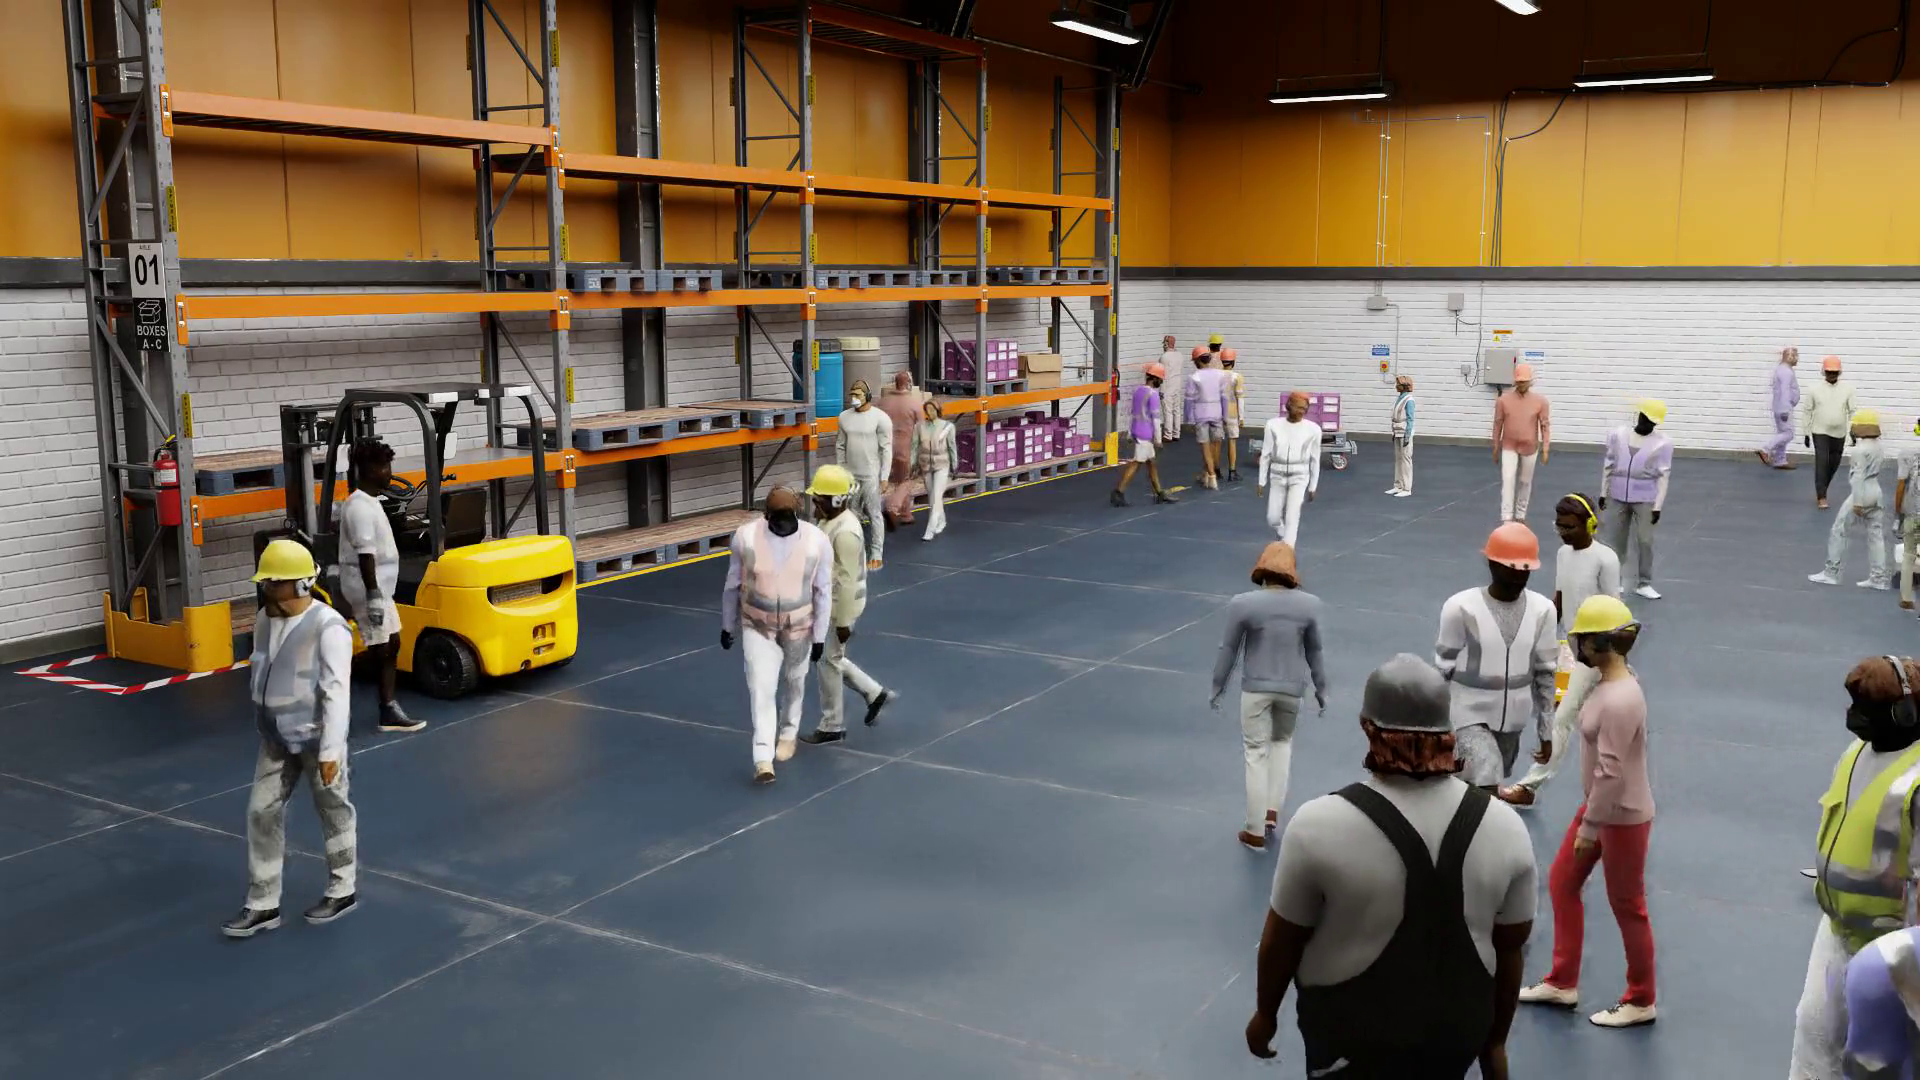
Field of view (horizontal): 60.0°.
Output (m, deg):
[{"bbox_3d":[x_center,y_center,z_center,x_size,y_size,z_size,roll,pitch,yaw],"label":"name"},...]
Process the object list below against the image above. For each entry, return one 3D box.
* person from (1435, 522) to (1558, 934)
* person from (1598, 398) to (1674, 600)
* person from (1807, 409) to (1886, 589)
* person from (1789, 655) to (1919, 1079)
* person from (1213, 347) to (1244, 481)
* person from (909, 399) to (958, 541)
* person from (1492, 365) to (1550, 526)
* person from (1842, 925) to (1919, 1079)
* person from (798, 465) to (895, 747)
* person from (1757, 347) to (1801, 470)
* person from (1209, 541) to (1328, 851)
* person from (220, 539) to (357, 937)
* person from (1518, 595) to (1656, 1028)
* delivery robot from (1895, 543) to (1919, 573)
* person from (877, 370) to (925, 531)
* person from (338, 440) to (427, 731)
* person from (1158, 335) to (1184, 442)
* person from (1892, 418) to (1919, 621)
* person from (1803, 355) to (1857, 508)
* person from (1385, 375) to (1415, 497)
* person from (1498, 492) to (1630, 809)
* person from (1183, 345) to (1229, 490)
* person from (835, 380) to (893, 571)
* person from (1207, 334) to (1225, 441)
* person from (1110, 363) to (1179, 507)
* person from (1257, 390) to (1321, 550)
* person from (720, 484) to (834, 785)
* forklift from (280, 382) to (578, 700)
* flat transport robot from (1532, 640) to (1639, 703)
[{"bbox_3d":[2.516,0.822,7.879,0.550,1.876,1.047,-1,9,-6],"label":"person"},{"bbox_3d":[6.214,-0.391,15.445,0.382,1.879,0.718,-9,13,-43],"label":"person"},{"bbox_3d":[8.607,-0.401,16.012,0.498,1.714,0.775,-6,11,-34],"label":"person"},{"bbox_3d":[3.094,1.260,5.399,0.945,1.804,0.631,0,9,-2],"label":"person"},{"bbox_3d":[3.879,-1.818,24.135,0.545,1.942,0.354,7,11,35],"label":"person"},{"bbox_3d":[-0.296,-0.821,19.005,0.533,1.593,0.869,4,10,22],"label":"person"},{"bbox_3d":[6.516,-1.055,19.339,0.634,1.938,1.012,3,10,18],"label":"person"},{"bbox_3d":[2.232,1.468,3.737,0.555,1.911,0.824,0,9,-1],"label":"person"},{"bbox_3d":[-0.743,0.412,10.608,0.568,1.811,0.606,-2,9,-13],"label":"person"},{"bbox_3d":[12.606,-2.012,25.481,0.485,1.892,0.669,4,10,22],"label":"person"},{"bbox_3d":[1.632,0.811,8.758,0.614,1.601,0.479,-1,9,-5],"label":"person"},{"bbox_3d":[-3.065,0.909,7.506,0.620,1.809,0.732,5,10,28],"label":"person"},{"bbox_3d":[2.515,1.090,6.643,0.651,1.728,0.530,2,9,10],"label":"person"},{"bbox_3d":[9.234,0.179,15.692,0.477,0.478,0.707,-6,11,-32],"label":"delivery robot"},{"bbox_3d":[-0.694,-1.055,19.582,0.652,1.881,0.852,6,11,31],"label":"person"},{"bbox_3d":[-3.891,0.319,10.790,0.658,1.940,0.628,-2,9,-10],"label":"person"},{"bbox_3d":[3.724,-2.695,29.719,0.399,1.908,0.643,8,12,39],"label":"person"},{"bbox_3d":[8.436,-0.211,14.515,0.529,1.823,0.972,4,10,23],"label":"person"},{"bbox_3d":[11.295,-1.427,21.641,0.607,1.968,0.935,2,9,13],"label":"person"},{"bbox_3d":[5.982,-1.403,22.478,0.309,1.641,0.513,-1,9,-6],"label":"person"},{"bbox_3d":[3.436,0.636,9.232,0.961,1.807,0.524,-1,9,-6],"label":"person"},{"bbox_3d":[3.392,-1.723,23.347,0.634,1.999,0.901,-3,10,-20],"label":"person"},{"bbox_3d":[-0.989,-0.653,16.867,0.635,1.939,0.362,5,10,27],"label":"person"},{"bbox_3d":[4.593,-2.739,29.925,0.373,1.927,0.606,8,12,40],"label":"person"},{"bbox_3d":[2.363,-1.349,21.455,0.989,1.871,0.591,-3,10,-17],"label":"person"},{"bbox_3d":[3.303,-0.584,16.674,0.607,1.864,0.617,3,10,20],"label":"person"},{"bbox_3d":[-1.096,0.537,9.973,0.683,1.787,0.885,-1,9,-6],"label":"person"},{"bbox_3d":[-3.974,-0.067,12.417,2.313,2.155,1.214,5,11,30],"label":"forklift"},{"bbox_3d":[4.507,0.937,12.136,0.652,0.197,1.431,2,9,13],"label":"flat transport robot"}]
